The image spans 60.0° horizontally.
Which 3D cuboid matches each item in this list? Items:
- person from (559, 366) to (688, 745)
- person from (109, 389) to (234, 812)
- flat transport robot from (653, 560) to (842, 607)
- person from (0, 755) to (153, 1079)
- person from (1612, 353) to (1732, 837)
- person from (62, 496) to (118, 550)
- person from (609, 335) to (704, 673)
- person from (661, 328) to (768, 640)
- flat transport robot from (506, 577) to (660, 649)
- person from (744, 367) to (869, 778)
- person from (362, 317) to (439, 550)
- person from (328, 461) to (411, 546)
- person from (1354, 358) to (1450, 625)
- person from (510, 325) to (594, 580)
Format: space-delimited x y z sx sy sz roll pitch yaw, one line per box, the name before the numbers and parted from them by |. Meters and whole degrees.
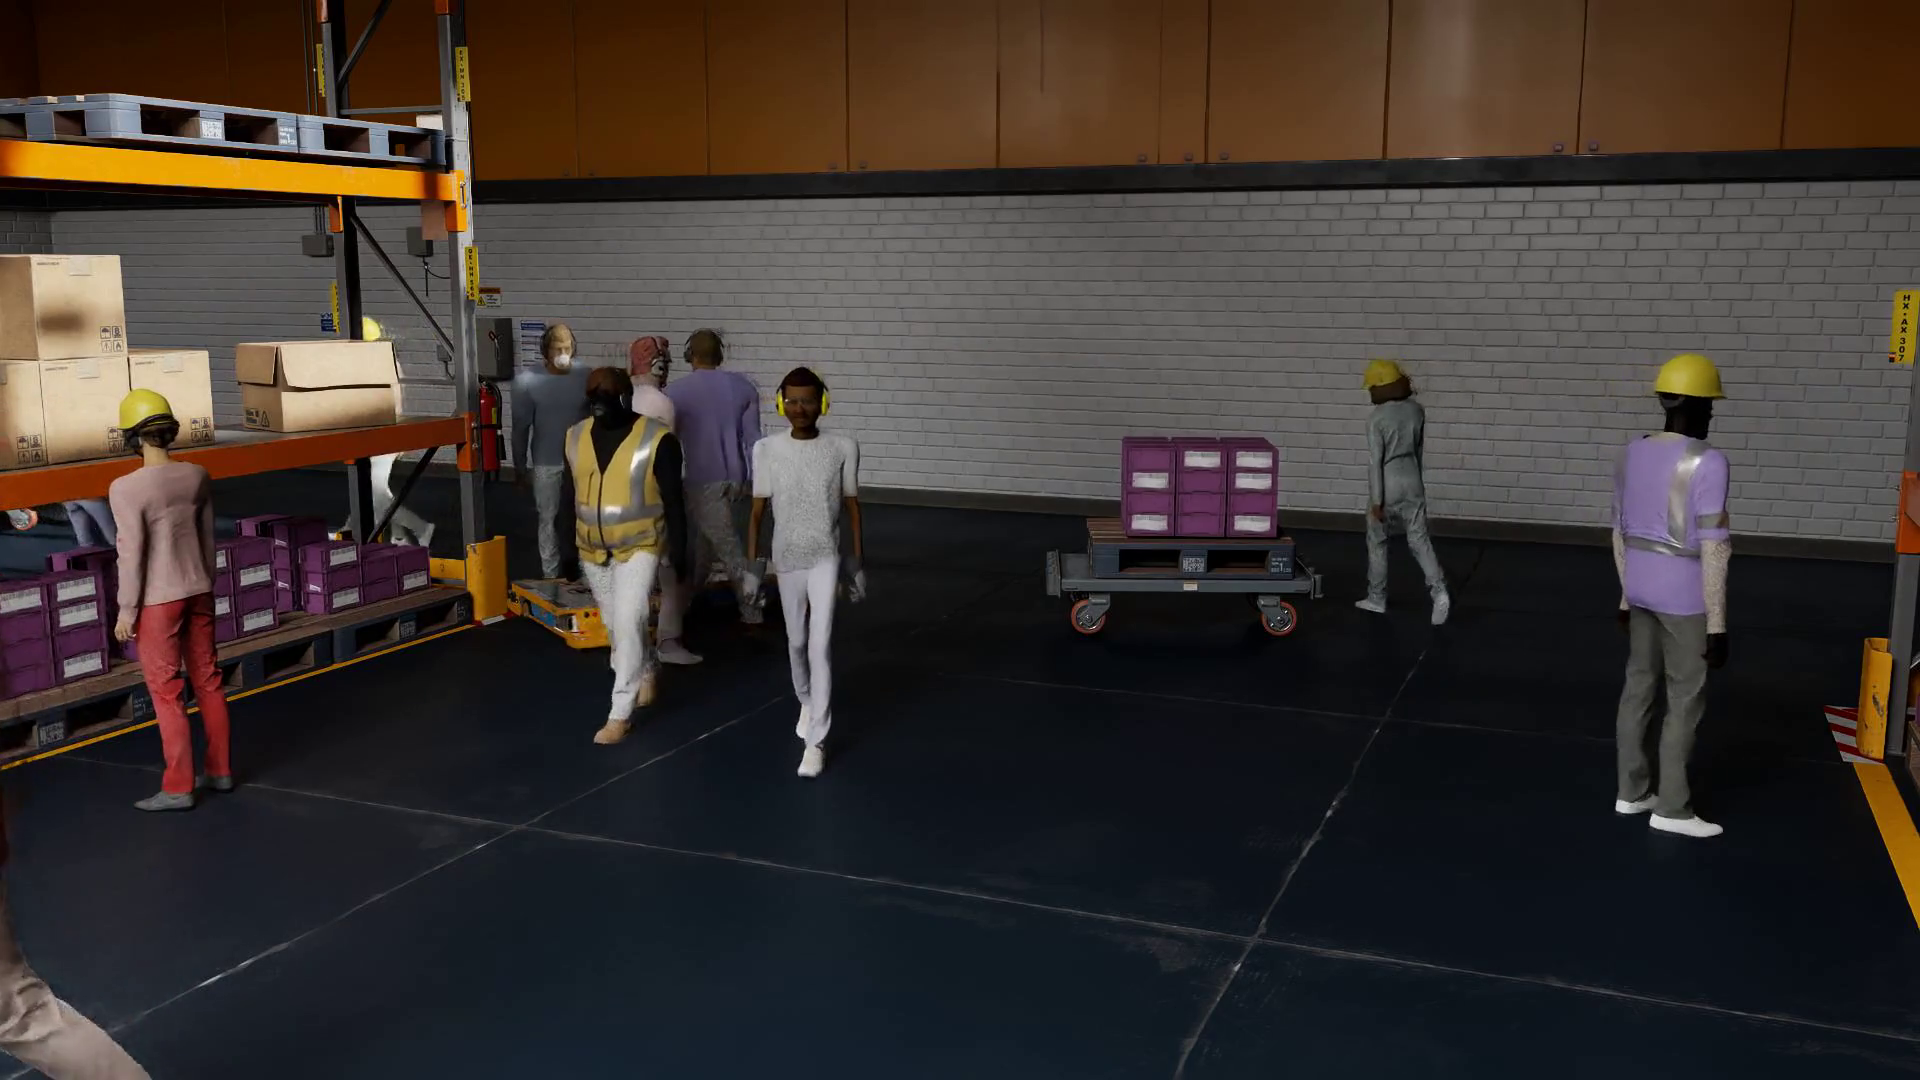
person | -1.651 0.024 8.235 0.633 1.797 0.930 3 10 17
person | -3.320 0.252 6.949 0.327 1.765 0.528 3 10 18
flat transport robot | -1.577 0.298 11.186 1.431 0.197 0.652 -6 11 -31
person | -2.296 0.695 3.757 1.020 1.949 0.627 -8 12 -41
person | 2.856 0.216 6.679 0.370 1.927 0.592 -3 10 -18
person | -5.290 -0.265 10.097 0.538 1.751 0.434 4 10 25
person | -1.712 -0.197 9.306 0.680 1.881 0.637 8 13 42
person | -1.556 -0.343 10.168 0.916 1.876 0.599 9 13 44
flat transport robot | -2.317 0.423 10.427 0.652 0.197 1.431 -6 11 -31
person | -0.707 0.105 7.695 0.549 1.824 0.992 1 9 3
person | -4.307 -0.730 12.513 0.649 1.898 0.606 0 9 -1
person | -4.772 -0.815 13.200 0.802 1.831 0.555 0 9 2
person | 2.812 -0.313 10.589 0.514 1.687 0.819 -4 10 -21
person | -2.672 -0.497 11.168 0.645 1.874 0.971 -4 10 -23
